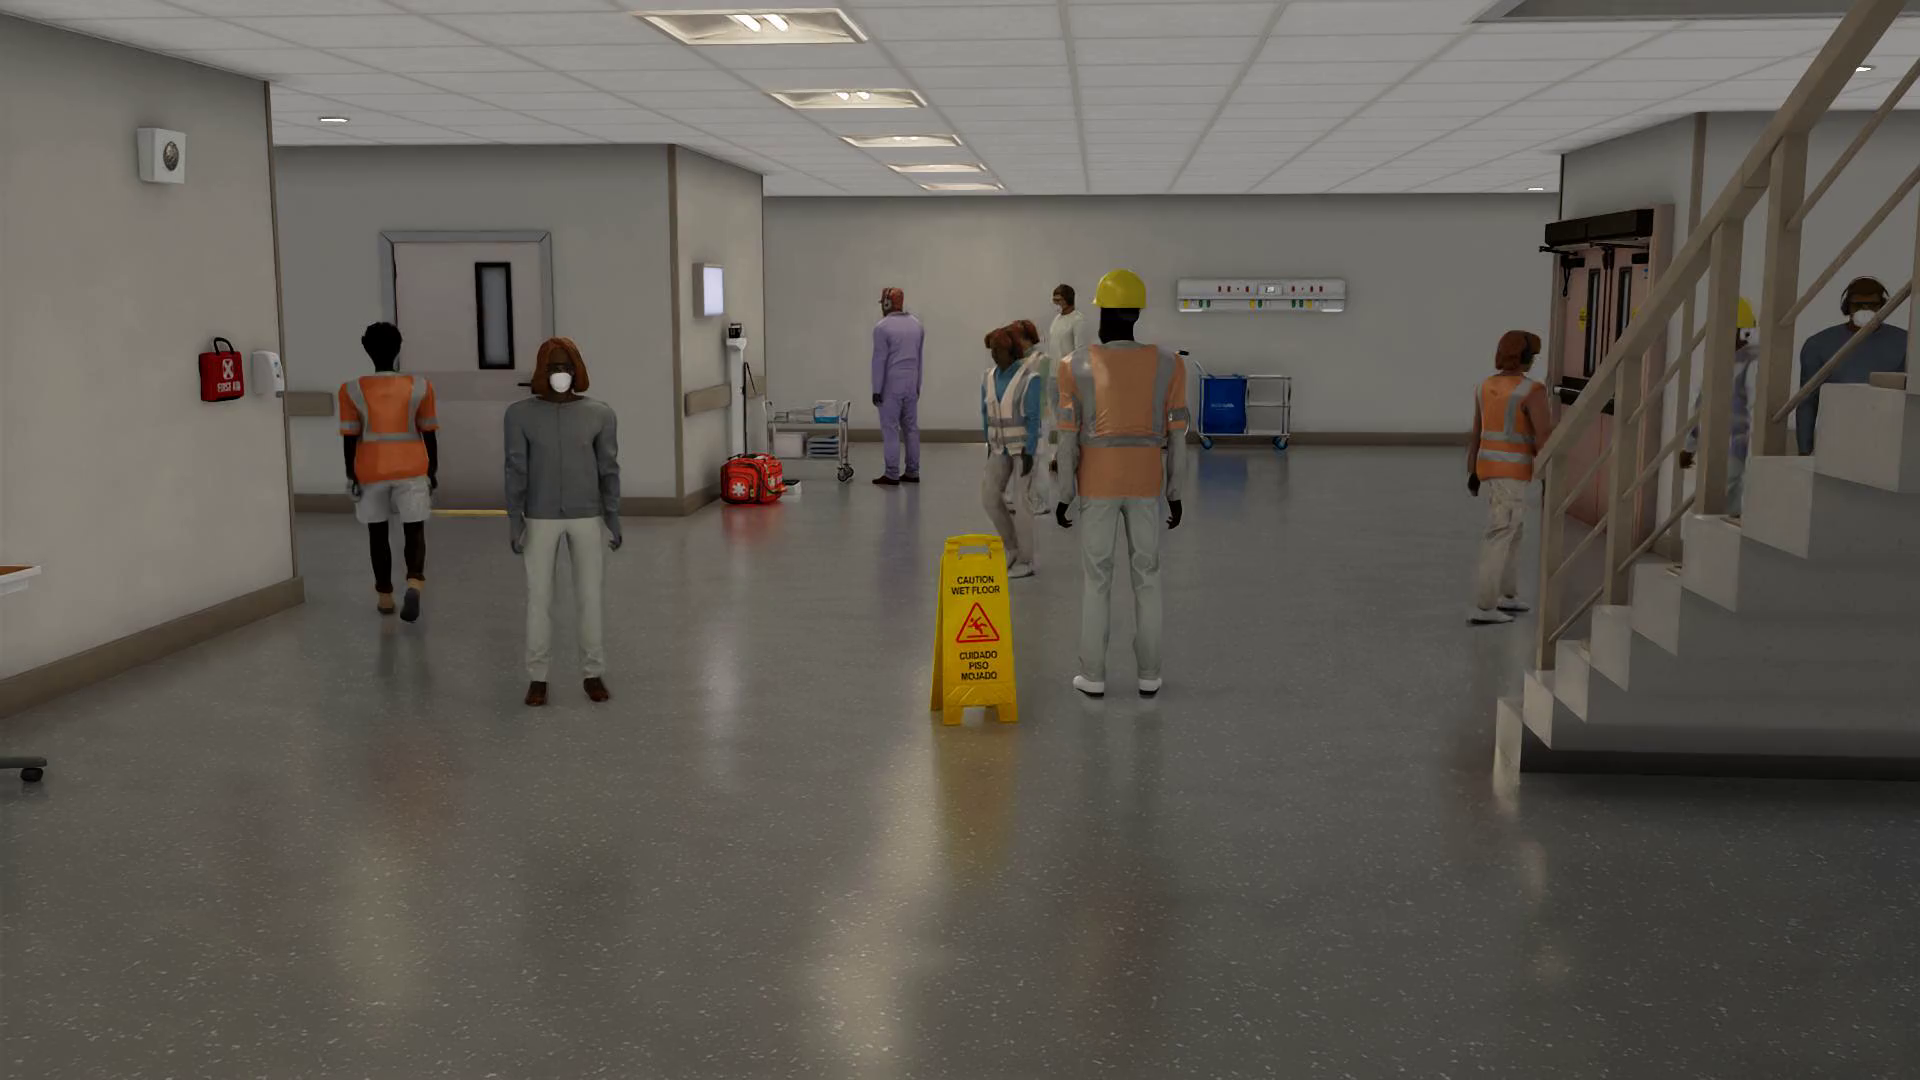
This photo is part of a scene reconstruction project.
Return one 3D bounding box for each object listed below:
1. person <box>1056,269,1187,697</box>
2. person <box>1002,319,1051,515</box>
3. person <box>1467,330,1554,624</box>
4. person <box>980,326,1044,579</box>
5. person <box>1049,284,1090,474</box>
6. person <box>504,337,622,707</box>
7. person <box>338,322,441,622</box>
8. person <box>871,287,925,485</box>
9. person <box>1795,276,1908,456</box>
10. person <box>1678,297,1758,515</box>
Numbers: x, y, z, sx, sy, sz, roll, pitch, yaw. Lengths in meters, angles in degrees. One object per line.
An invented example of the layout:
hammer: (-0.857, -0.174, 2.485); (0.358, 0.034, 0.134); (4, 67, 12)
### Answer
person: (0.723, -0.249, 7.522); (0.594, 1.929, 0.352); (-1, 8, -4)
person: (0.494, -0.992, 13.660); (0.523, 1.614, 0.634); (8, 11, 43)
person: (3.106, -0.343, 9.211); (0.639, 1.616, 0.541); (-3, 9, -18)
person: (0.330, -0.552, 10.645); (0.521, 1.621, 0.371); (7, 11, 41)
person: (1.084, -1.637, 16.955); (0.370, 1.934, 0.627); (-4, 9, -24)
person: (-1.760, -0.081, 7.394); (0.502, 1.632, 0.279); (-3, 9, -17)
person: (-3.155, -0.377, 9.240); (0.533, 1.671, 0.757); (-3, 9, -20)
person: (-0.630, -1.478, 16.026); (0.399, 1.901, 0.647); (8, 11, 42)
person: (5.139, -0.542, 9.554); (0.634, 1.929, 0.386); (4, 9, 23)
person: (4.574, -0.555, 10.006); (0.496, 1.808, 0.616); (1, 8, 6)
